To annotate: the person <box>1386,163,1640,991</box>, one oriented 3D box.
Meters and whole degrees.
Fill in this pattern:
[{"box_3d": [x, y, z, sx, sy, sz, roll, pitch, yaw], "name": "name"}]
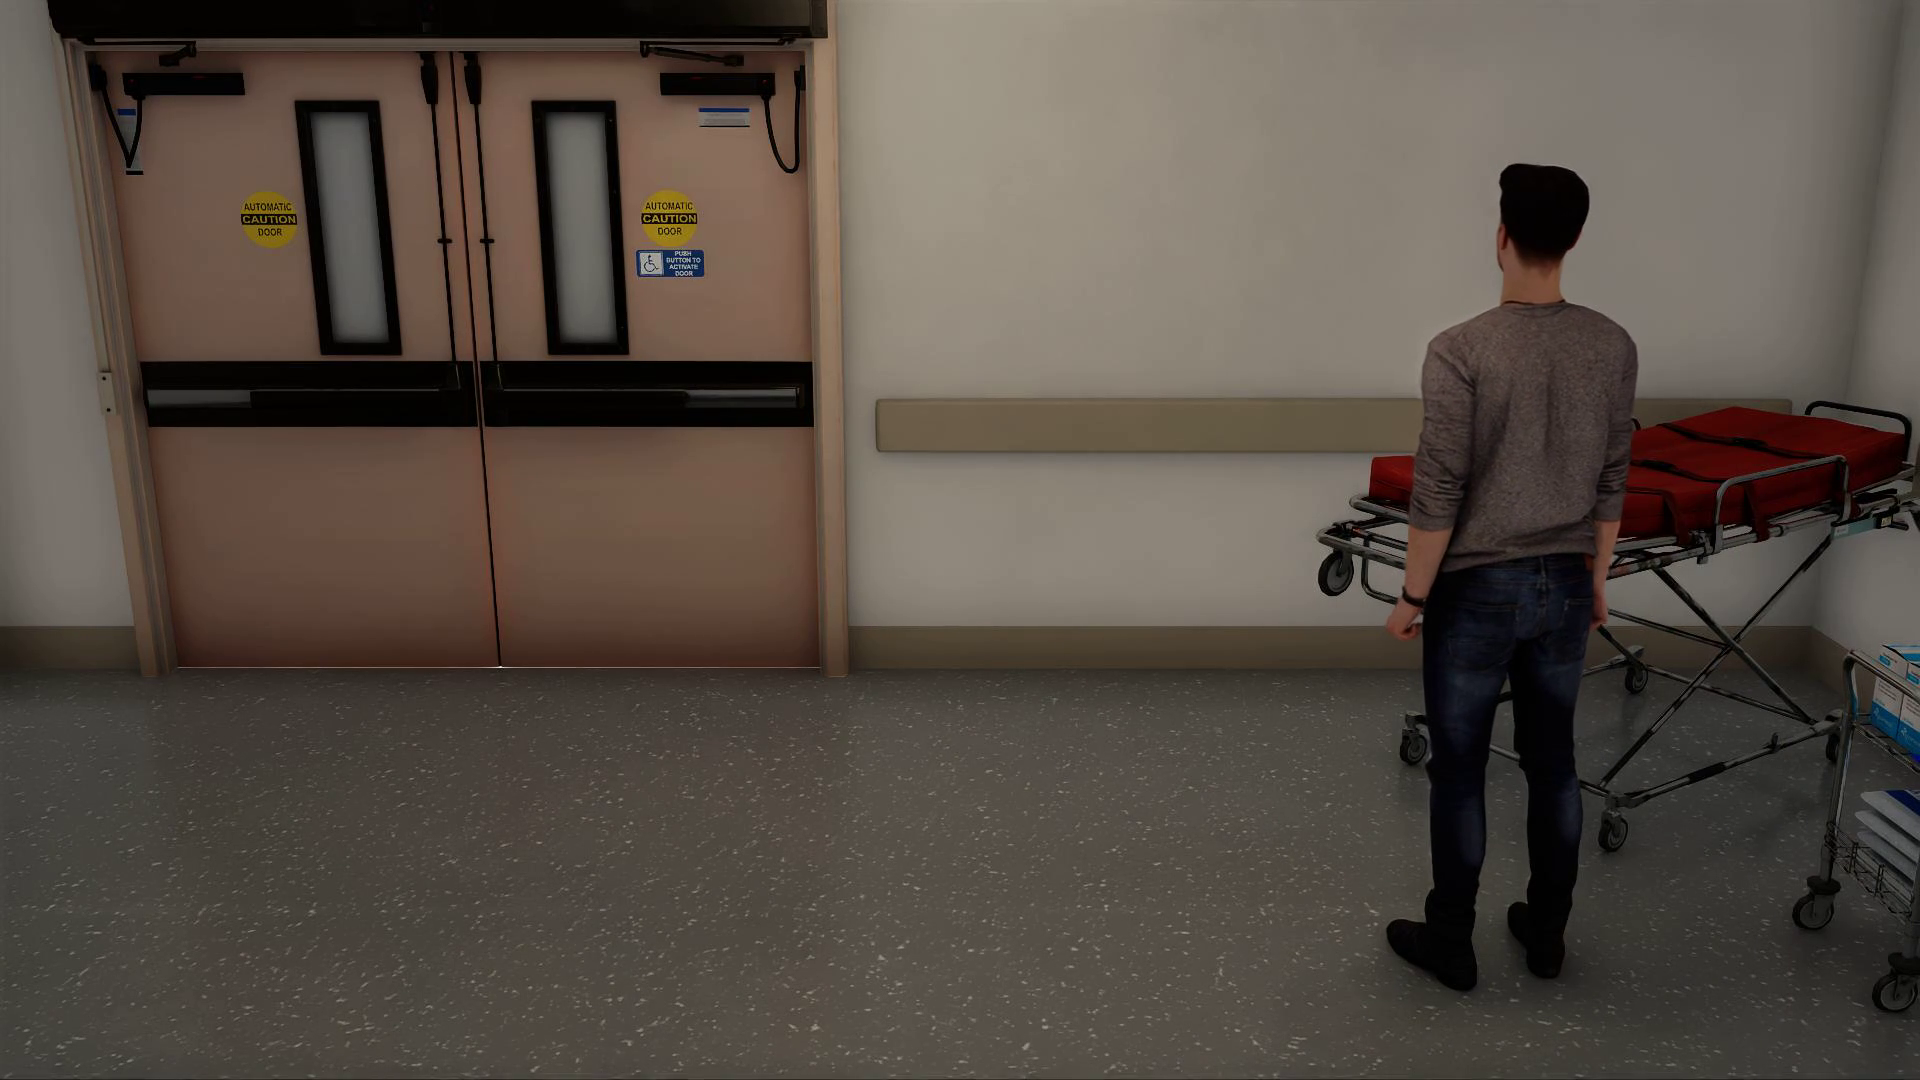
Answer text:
[{"box_3d": [1.263, 0.115, 3.796, 0.727, 1.905, 0.626, -2, 16, -8], "name": "person"}]
